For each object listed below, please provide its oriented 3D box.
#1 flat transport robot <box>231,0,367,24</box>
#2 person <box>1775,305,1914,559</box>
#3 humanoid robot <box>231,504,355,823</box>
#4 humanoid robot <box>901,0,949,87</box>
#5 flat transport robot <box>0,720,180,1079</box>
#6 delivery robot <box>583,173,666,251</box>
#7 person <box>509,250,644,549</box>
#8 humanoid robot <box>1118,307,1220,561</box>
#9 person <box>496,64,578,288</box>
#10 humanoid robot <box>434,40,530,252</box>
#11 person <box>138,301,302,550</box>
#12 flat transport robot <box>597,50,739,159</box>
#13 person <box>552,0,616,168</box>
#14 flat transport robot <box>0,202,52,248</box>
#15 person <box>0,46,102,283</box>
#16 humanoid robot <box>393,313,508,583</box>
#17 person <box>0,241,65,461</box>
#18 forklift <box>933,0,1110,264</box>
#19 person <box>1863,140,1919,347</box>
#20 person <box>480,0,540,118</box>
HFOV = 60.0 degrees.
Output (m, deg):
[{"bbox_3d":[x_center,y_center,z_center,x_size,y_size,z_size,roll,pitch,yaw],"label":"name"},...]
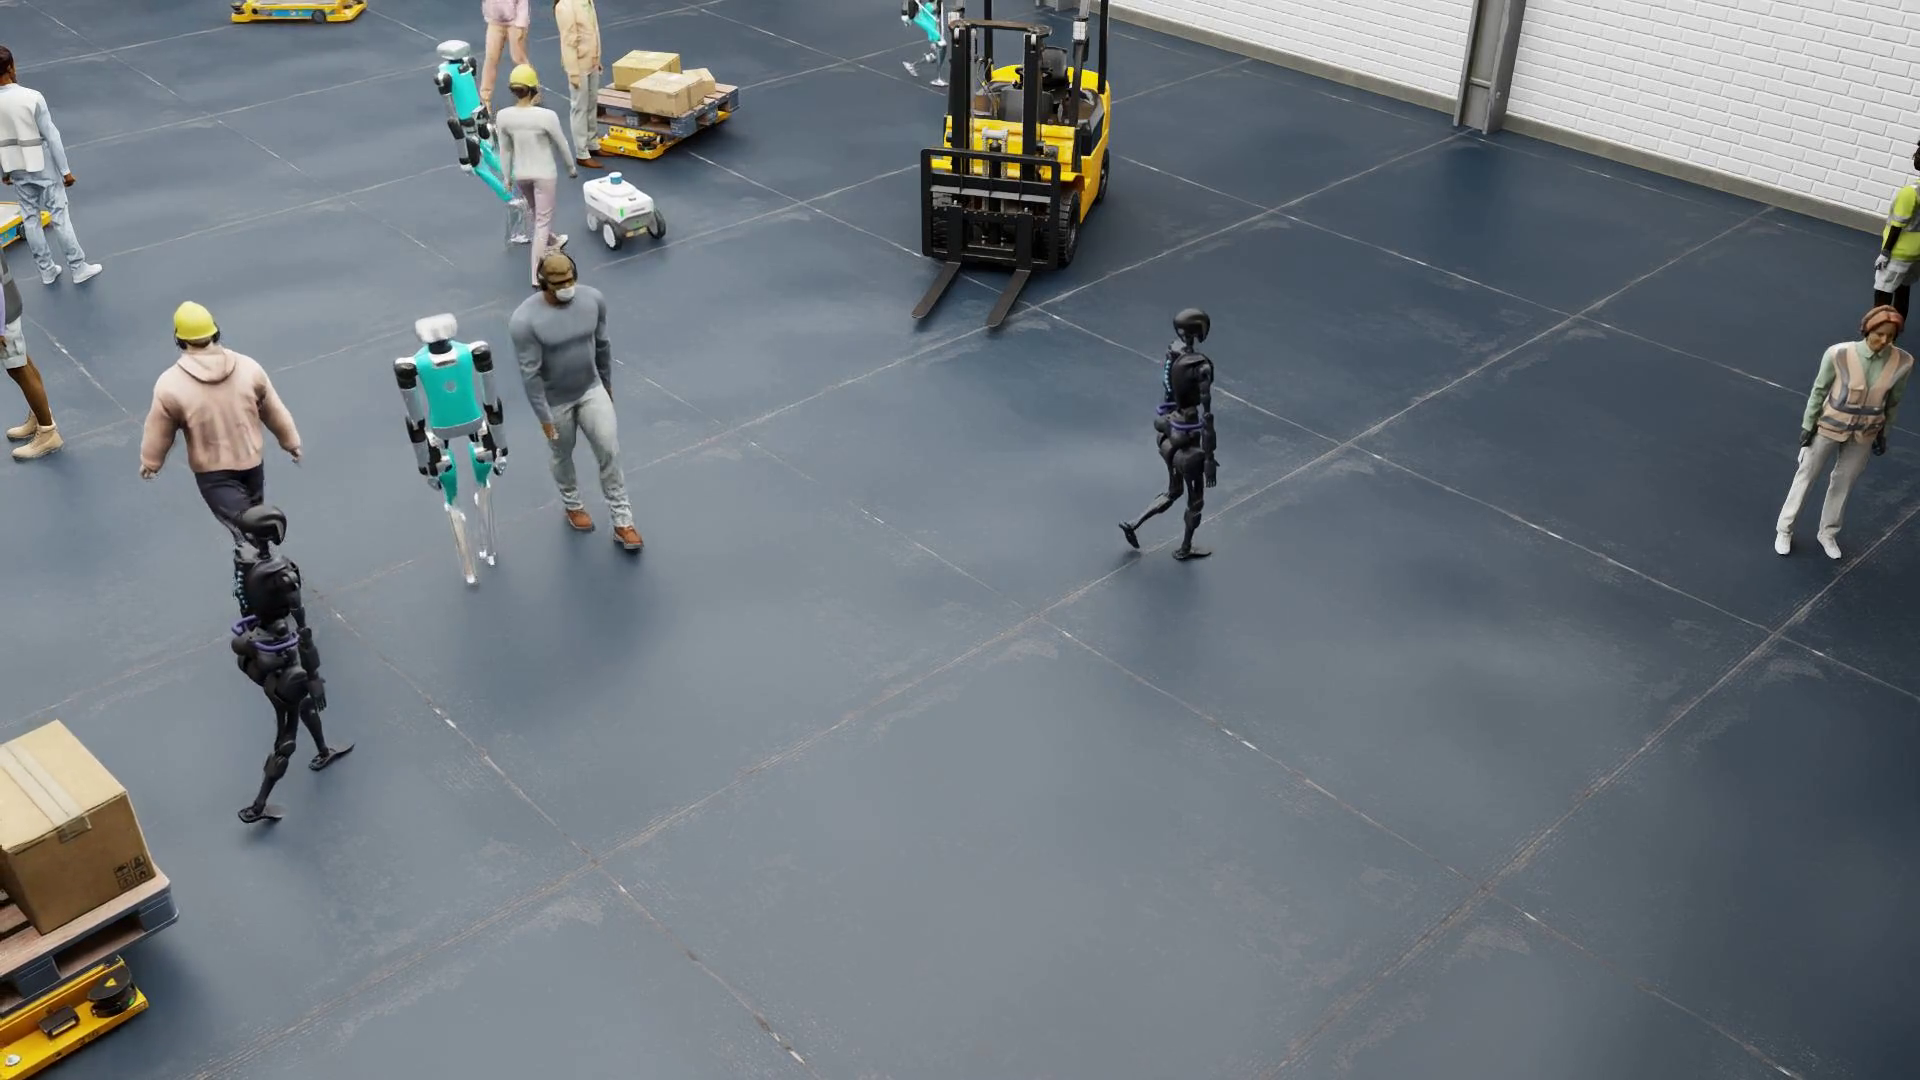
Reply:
[{"bbox_3d":[-7.970,-6.435,20.063,1.431,0.231,0.659,0,33,-1],"label":"flat transport robot"},{"bbox_3d":[5.260,-0.638,9.898,0.511,1.638,0.305,5,33,7],"label":"person"},{"bbox_3d":[-3.367,0.585,8.032,0.584,1.623,0.738,22,39,30],"label":"humanoid robot"},{"bbox_3d":[-0.294,-5.539,17.345,0.560,1.733,1.033,-24,40,-32],"label":"humanoid robot"},{"bbox_3d":[-4.244,1.823,7.371,1.431,0.231,0.659,27,42,35],"label":"flat transport robot"},{"bbox_3d":[-2.921,-2.847,14.297,0.499,0.606,0.808,-23,40,-31],"label":"delivery robot"},{"bbox_3d":[-2.254,-0.802,9.905,0.625,1.904,0.880,-22,39,-30],"label":"person"},{"bbox_3d":[1.266,-0.594,9.804,0.561,1.633,0.593,-12,35,-17],"label":"humanoid robot"},{"bbox_3d":[-3.403,-2.963,13.402,0.531,1.706,0.929,8,34,13],"label":"person"},{"bbox_3d":[-3.855,-3.206,13.788,0.725,1.813,0.538,7,34,11],"label":"humanoid robot"},{"bbox_3d":[-4.241,-0.505,9.527,0.818,1.815,0.961,-27,42,-35],"label":"person"},{"bbox_3d":[-2.950,-4.131,16.523,0.659,0.231,1.431,15,36,21],"label":"flat transport robot"},{"bbox_3d":[-3.532,-4.443,15.531,0.394,1.876,0.553,8,34,12],"label":"person"},{"bbox_3d":[-8.423,-2.549,14.091,0.659,0.231,1.431,5,33,8],"label":"flat transport robot"},{"bbox_3d":[-7.374,-2.953,13.205,0.589,1.915,0.393,0,33,-1],"label":"person"},{"bbox_3d":[-2.946,-0.566,9.702,0.546,1.793,0.719,-15,36,-21],"label":"humanoid robot"},{"bbox_3d":[-6.317,-1.484,10.840,0.387,2.033,0.604,-17,37,-24],"label":"person"},{"bbox_3d":[0.570,-3.725,14.138,1.214,2.155,2.313,9,34,13],"label":"forklift"},{"bbox_3d":[6.872,-2.111,12.114,0.535,1.694,0.320,-21,38,-29],"label":"person"},{"bbox_3d":[-4.643,-5.170,16.757,0.602,1.736,0.674,9,34,13],"label":"person"}]
